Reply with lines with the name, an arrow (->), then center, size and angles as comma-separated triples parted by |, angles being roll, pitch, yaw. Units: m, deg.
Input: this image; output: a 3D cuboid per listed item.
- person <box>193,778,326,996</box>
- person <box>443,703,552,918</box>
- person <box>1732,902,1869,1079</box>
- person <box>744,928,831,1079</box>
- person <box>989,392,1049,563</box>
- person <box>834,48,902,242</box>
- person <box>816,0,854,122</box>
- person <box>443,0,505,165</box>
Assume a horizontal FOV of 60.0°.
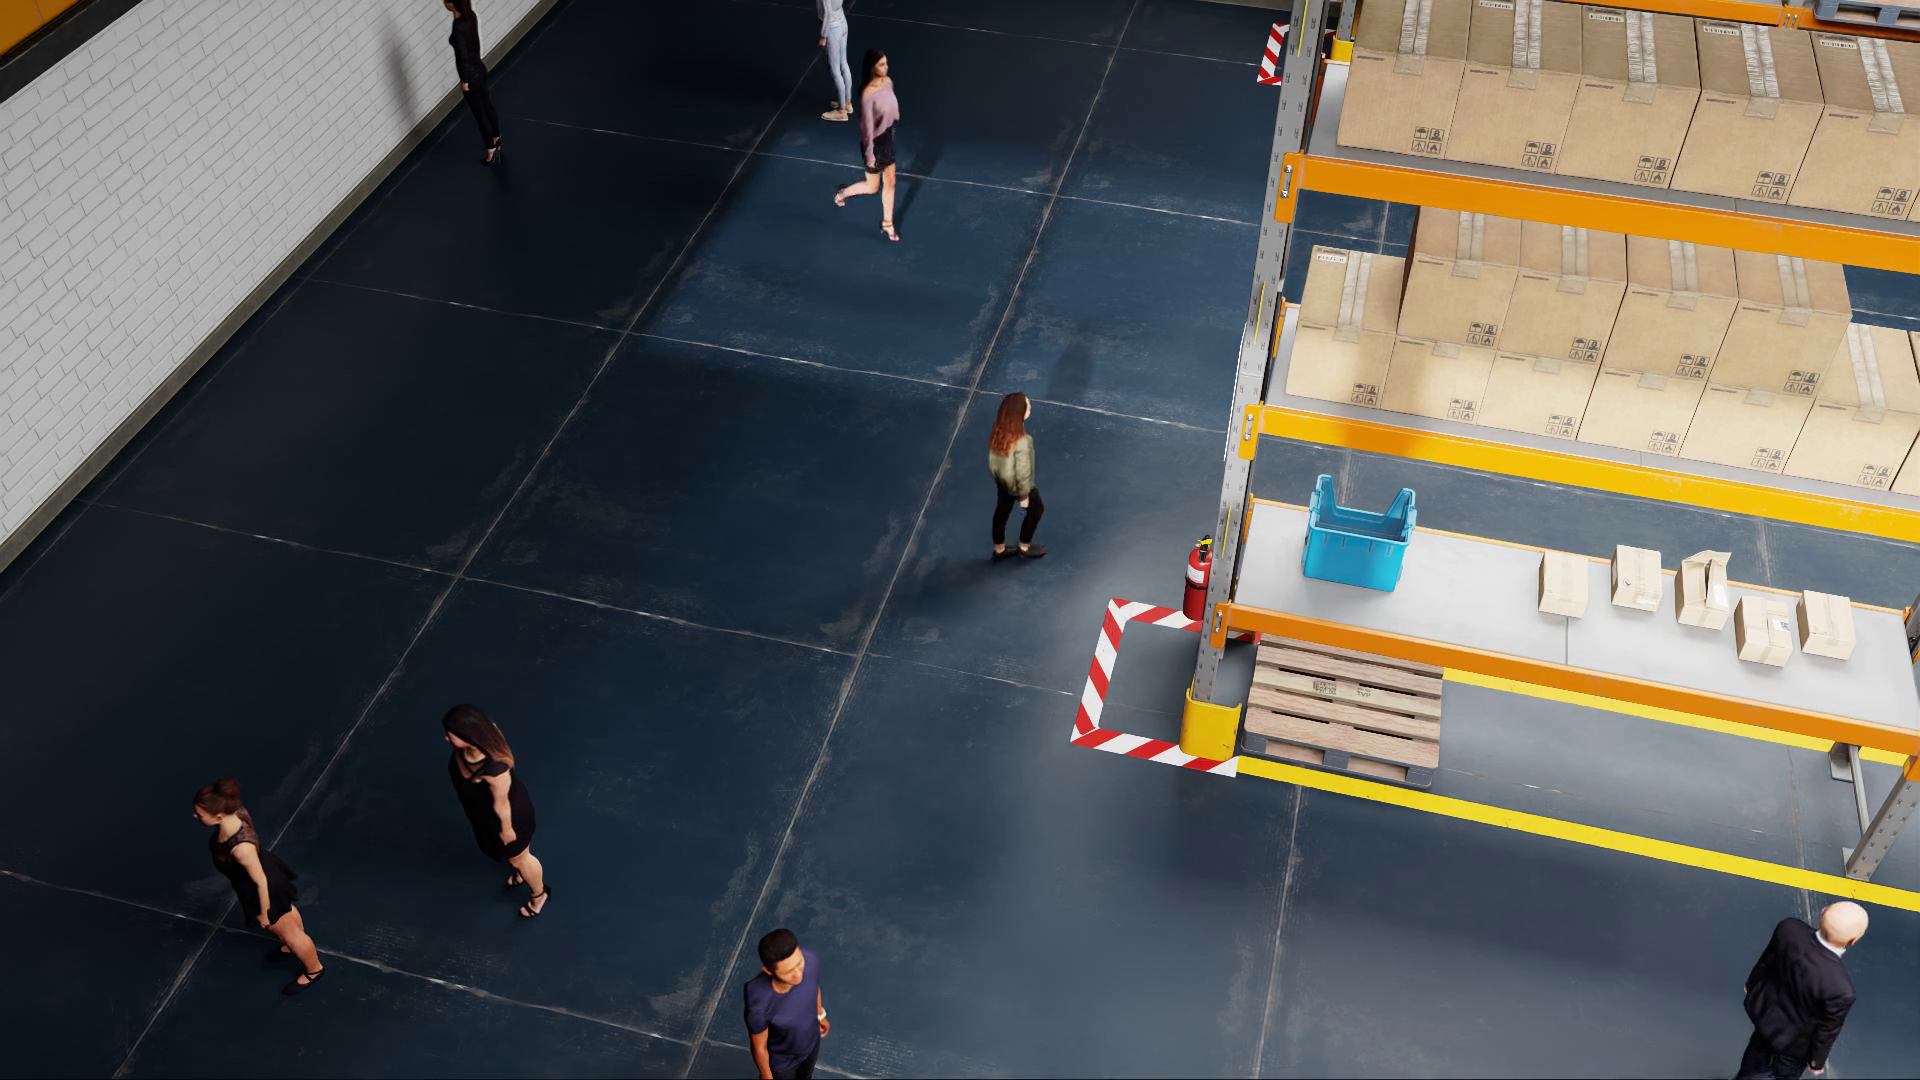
person -> -3.767, 1.848, 8.938 | 0.739, 1.675, 0.673 | -24, 49, -23
person -> -2.559, 1.489, 9.287 | 0.803, 1.713, 0.749 | -20, 47, -20
person -> 4.057, 2.404, 8.274 | 1.125, 1.786, 0.984 | -11, 45, -11
person -> -0.848, 2.461, 8.209 | 0.661, 1.793, 0.709 | 27, 50, 25
person -> 0.311, -0.390, 11.436 | 0.790, 1.470, 0.734 | -20, 47, -19
person -> -0.793, -3.400, 14.359 | 1.006, 1.797, 0.800 | 24, 48, 23
person -> -1.211, -4.869, 15.901 | 0.503, 1.795, 0.594 | 13, 45, 13
person -> -4.497, -4.286, 15.351 | 0.529, 1.711, 0.611 | 4, 44, 4
